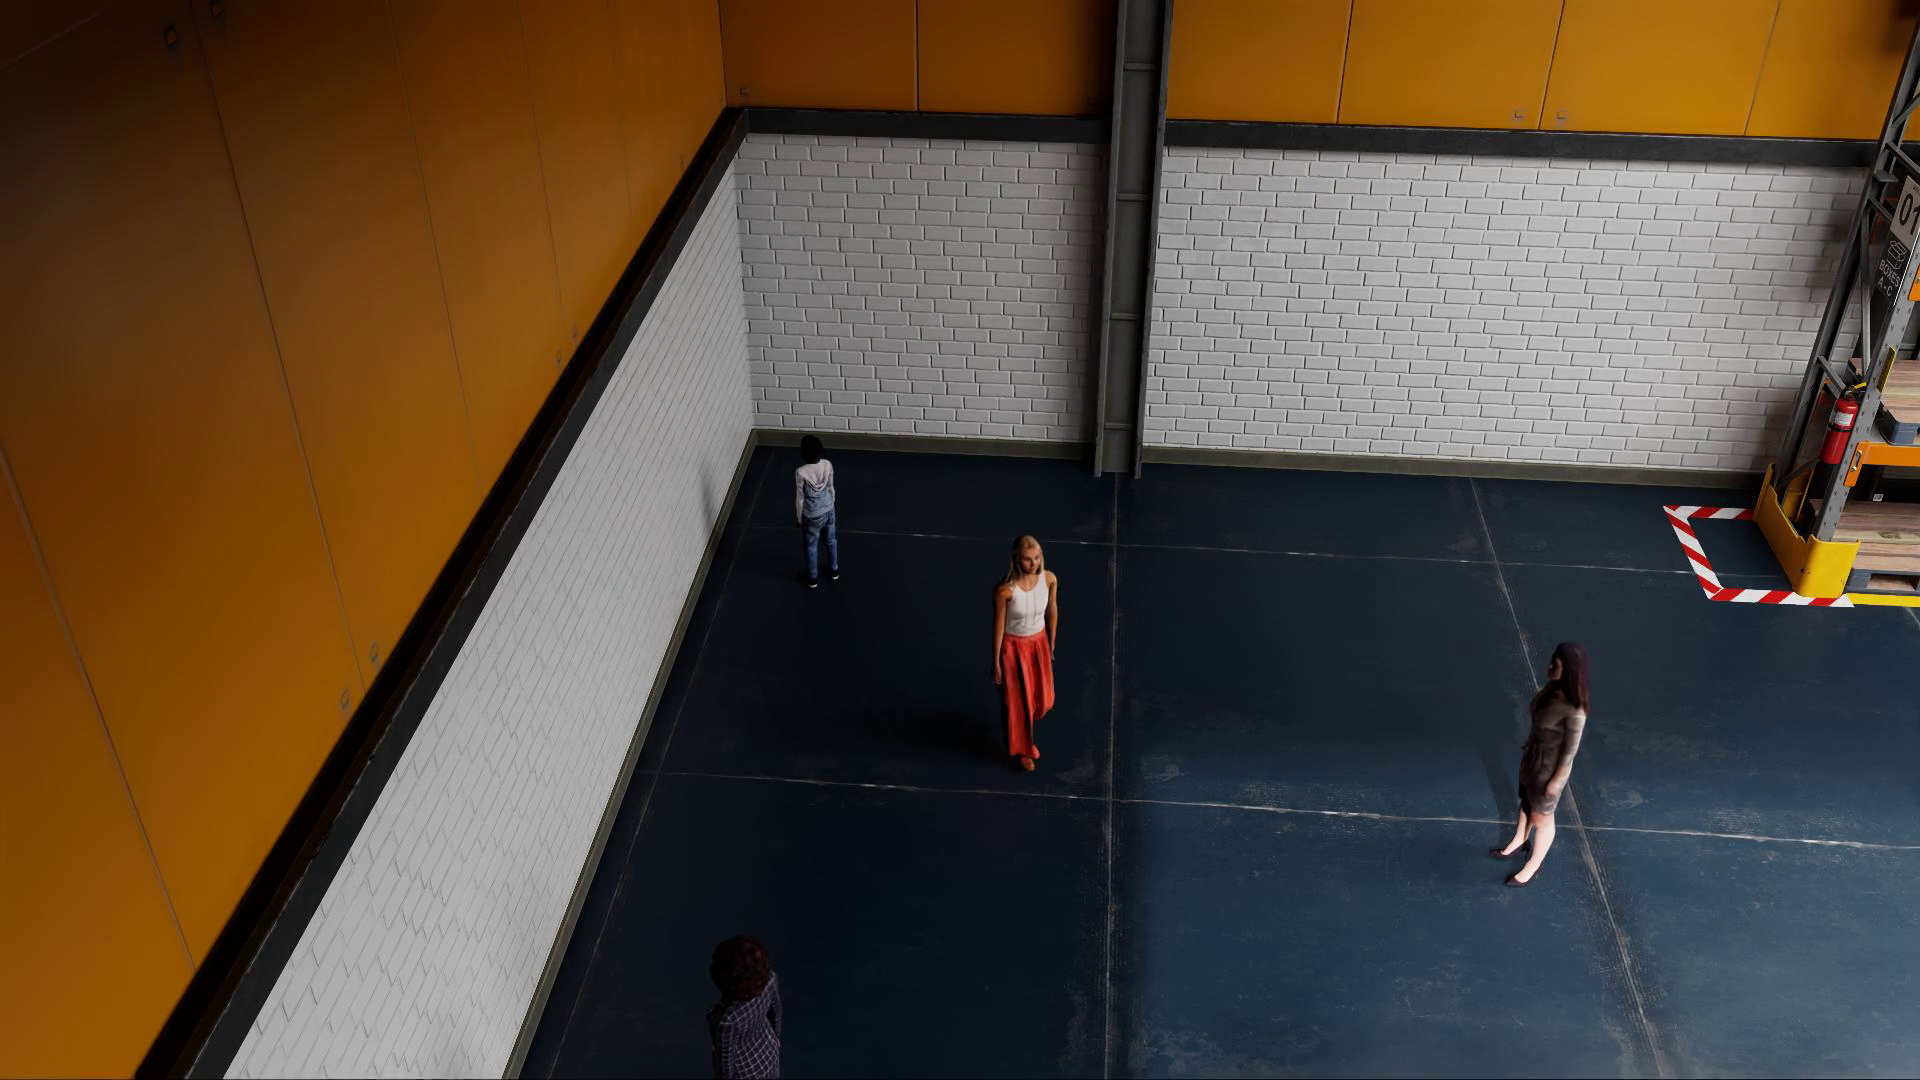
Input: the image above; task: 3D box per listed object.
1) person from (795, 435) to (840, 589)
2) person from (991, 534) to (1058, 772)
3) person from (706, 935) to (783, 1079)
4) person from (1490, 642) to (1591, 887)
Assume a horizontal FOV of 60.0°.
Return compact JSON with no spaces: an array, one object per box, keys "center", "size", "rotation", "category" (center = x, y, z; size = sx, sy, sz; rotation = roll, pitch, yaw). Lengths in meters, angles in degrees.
[{"center":[-1.086,-0.228,12.573],"size":[0.548,1.258,0.617],"rotation":[-20,38,-27],"category":"person"},{"center":[0.356,0.667,10.750],"size":[0.891,1.786,0.898],"rotation":[-12,35,-17],"category":"person"},{"center":[-1.011,2.531,8.021],"size":[0.701,1.703,0.695],"rotation":[20,38,27],"category":"person"},{"center":[3.459,1.314,9.812],"size":[0.554,1.747,0.617],"rotation":[-2,34,-4],"category":"person"}]
